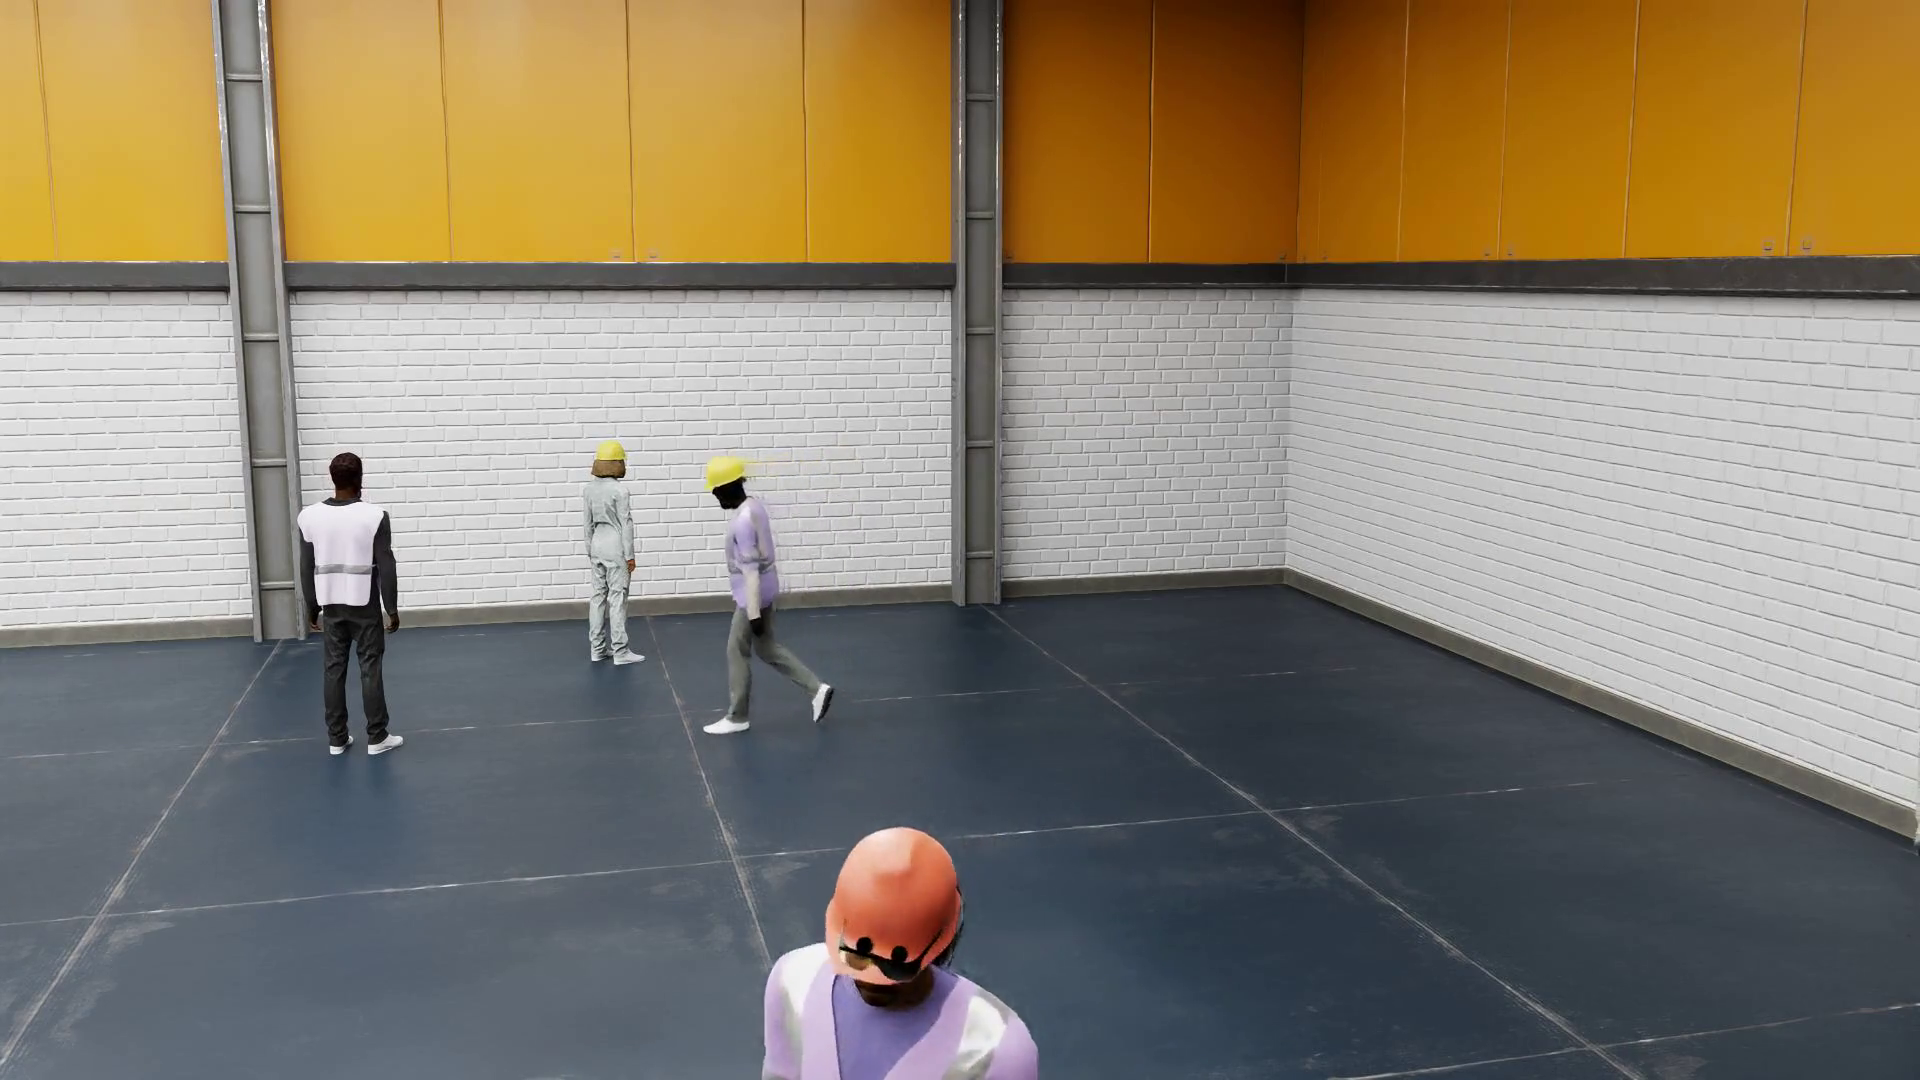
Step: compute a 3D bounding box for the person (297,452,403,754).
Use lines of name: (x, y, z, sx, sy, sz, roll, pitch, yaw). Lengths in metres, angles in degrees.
person: (-3.839, 0.407, 10.484, 0.600, 1.917, 0.376, 1, 9, 4)

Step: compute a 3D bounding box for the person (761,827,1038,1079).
person: (-0.101, 1.489, 3.505, 0.671, 1.994, 0.808, 6, 11, 32)

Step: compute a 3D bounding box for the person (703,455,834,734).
person: (-1.269, 0.360, 10.901, 0.798, 1.877, 0.685, 0, 9, -2)

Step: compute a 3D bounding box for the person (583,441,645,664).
person: (-2.710, 0.096, 12.976, 0.493, 1.741, 0.310, 6, 11, 35)

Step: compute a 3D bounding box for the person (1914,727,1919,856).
person: (4.171, 1.163, 6.741, 0.509, 1.597, 0.620, 8, 12, 40)
